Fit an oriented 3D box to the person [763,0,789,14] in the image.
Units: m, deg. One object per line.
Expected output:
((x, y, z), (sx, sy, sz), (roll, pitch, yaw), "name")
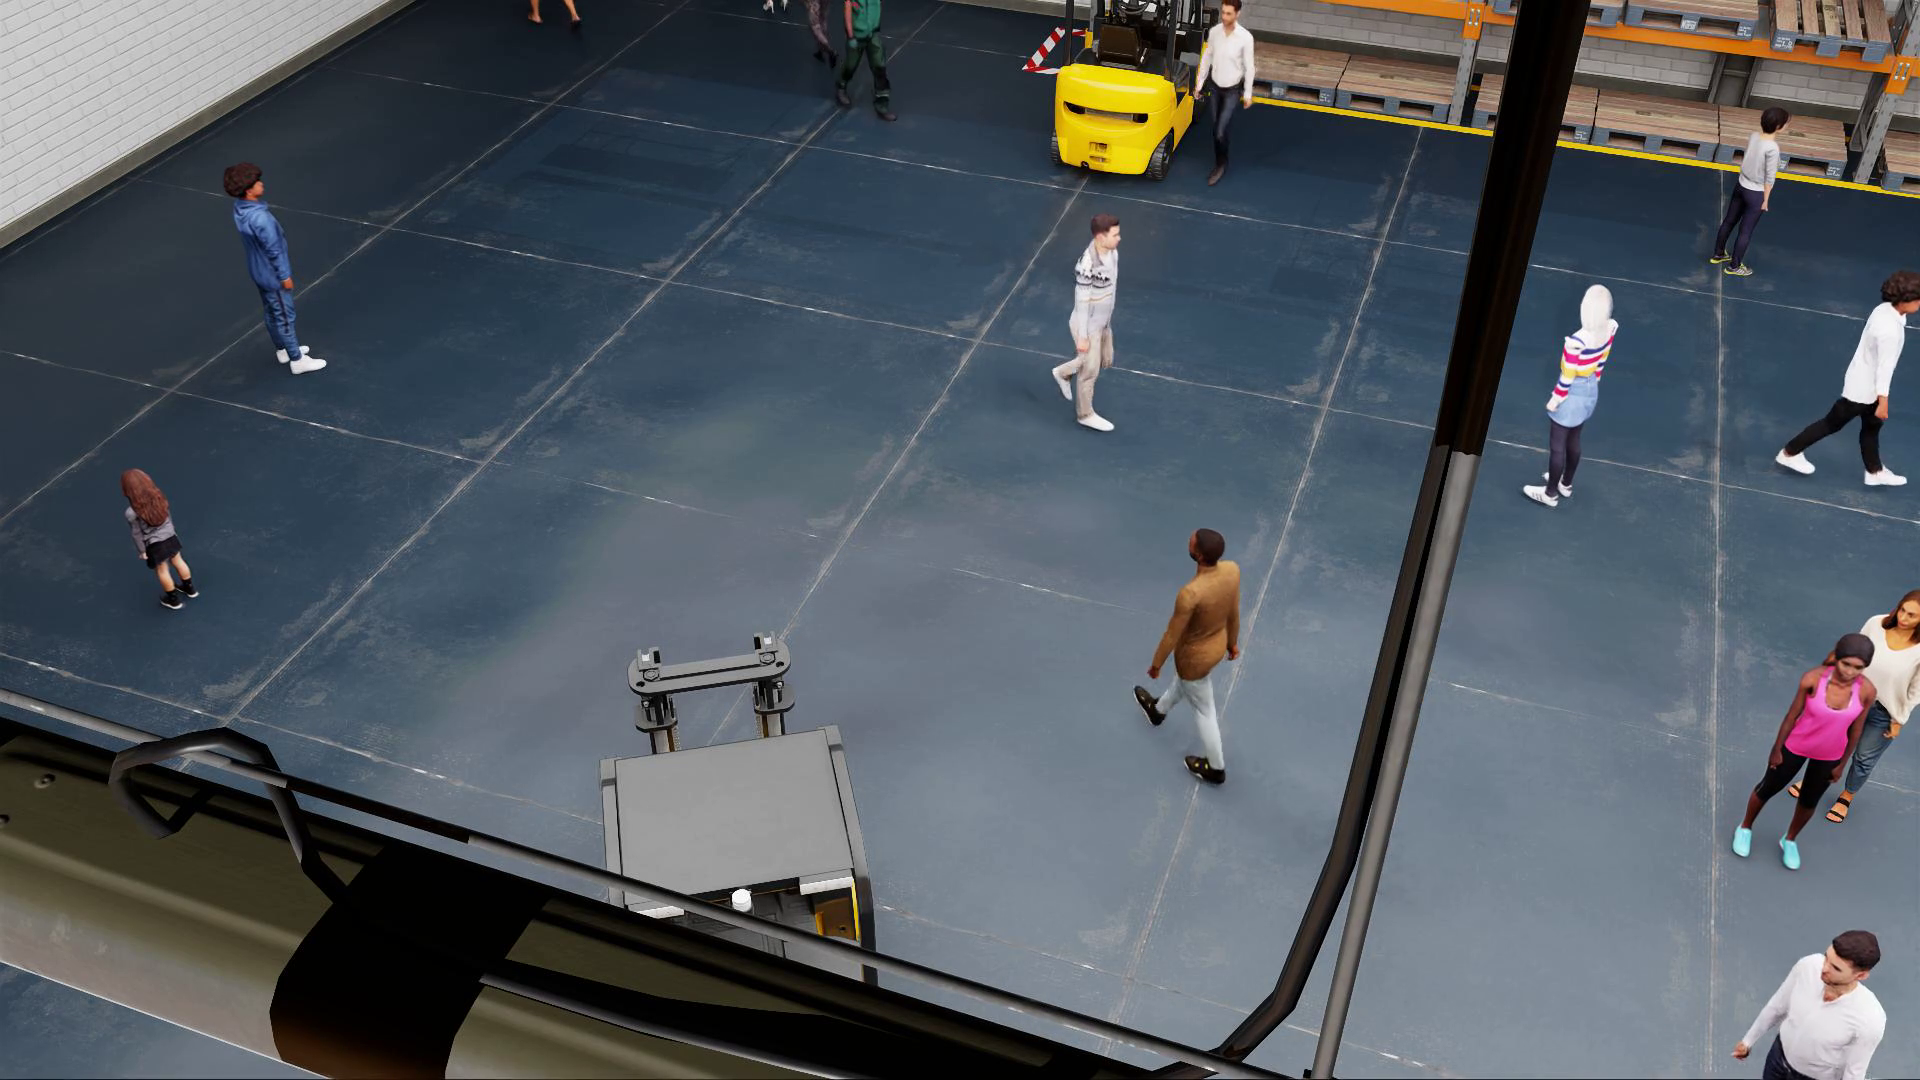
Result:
((-2.246, -7.098, 19.757), (0.663, 1.627, 0.723), (-16, 41, -19), "person")

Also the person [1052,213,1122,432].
((0.946, -1.714, 12.845), (0.910, 1.838, 0.761), (19, 42, 22), "person")

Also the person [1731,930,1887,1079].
((3.974, 2.414, 7.667), (0.972, 1.849, 0.890), (-10, 40, -12), "person")

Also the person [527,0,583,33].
((-4.771, -6.781, 19.194), (1.043, 1.834, 1.286), (-27, 46, -29), "person")

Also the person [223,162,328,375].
((-5.603, -2.204, 13.481), (0.818, 1.811, 0.693), (-27, 46, -30), "person")

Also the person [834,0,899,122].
((-1.070, -5.314, 17.385), (1.119, 1.798, 1.301), (-24, 44, -27), "person")

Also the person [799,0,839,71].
((-1.548, -5.998, 18.323), (0.941, 1.697, 1.063), (-20, 43, -23), "person")

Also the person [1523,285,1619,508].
((4.460, -1.046, 12.034), (0.721, 1.807, 0.728), (-24, 44, -27), "person")

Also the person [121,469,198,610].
((-5.463, -0.022, 11.312), (0.442, 1.107, 0.465), (14, 41, 17), "person")

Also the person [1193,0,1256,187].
((2.640, -4.407, 16.206), (0.769, 1.852, 0.875), (28, 47, 31), "person")

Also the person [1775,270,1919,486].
((6.573, -1.168, 12.223), (1.154, 1.762, 0.716), (16, 41, 19), "person")

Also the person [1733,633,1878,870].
((4.780, 1.166, 9.333), (0.472, 1.721, 0.591), (14, 41, 16), "person")

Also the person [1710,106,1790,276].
((7.061, -3.130, 14.846), (0.646, 1.554, 0.618), (-9, 40, -12), "person")

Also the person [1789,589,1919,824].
((5.297, 0.935, 9.653), (0.762, 1.683, 0.665), (-24, 44, -27), "person")

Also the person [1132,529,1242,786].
((1.491, 0.733, 9.832), (1.000, 1.776, 1.210), (-30, 47, -32), "person")
